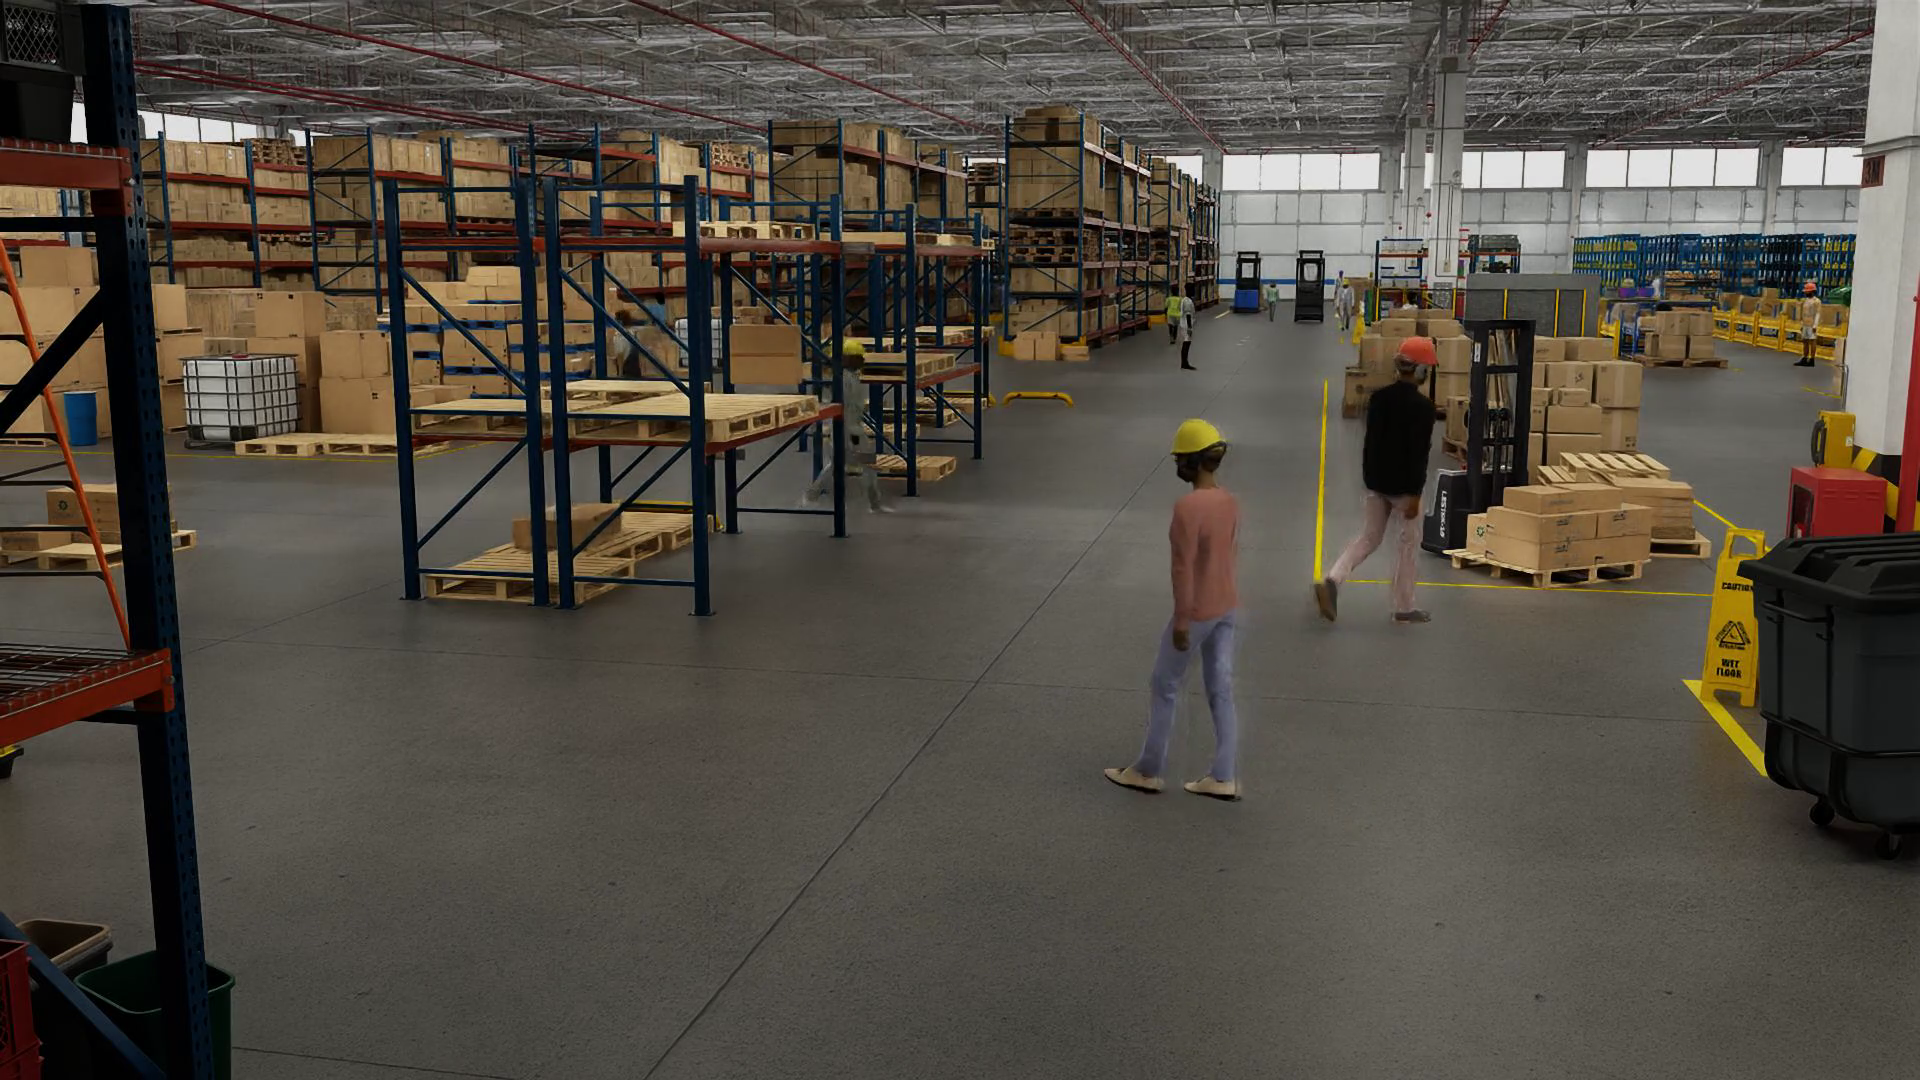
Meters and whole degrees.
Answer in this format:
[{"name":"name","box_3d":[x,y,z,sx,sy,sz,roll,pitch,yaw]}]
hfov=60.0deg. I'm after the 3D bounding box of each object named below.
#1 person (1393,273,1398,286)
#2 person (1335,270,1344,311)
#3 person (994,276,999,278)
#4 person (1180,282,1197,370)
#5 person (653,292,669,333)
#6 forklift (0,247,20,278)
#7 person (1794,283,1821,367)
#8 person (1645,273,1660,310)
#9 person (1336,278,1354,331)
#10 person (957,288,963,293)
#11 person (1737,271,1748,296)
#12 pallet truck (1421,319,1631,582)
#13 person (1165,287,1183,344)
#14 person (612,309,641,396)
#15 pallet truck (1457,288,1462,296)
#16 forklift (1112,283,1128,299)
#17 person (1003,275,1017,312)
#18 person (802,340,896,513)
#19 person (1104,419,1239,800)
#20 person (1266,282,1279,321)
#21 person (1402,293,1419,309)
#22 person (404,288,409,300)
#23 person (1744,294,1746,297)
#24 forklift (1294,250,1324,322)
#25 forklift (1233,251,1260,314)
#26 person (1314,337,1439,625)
[{"name":"person","box_3d":[23.046,-13.265,88.117,0.487,1.744,0.295,-4,10,-22]},{"name":"person","box_3d":[18.303,-12.008,80.067,0.609,1.946,0.405,-5,11,-26]},{"name":"person","box_3d":[1.931,-12.704,84.260,0.545,1.926,0.577,3,10,15]},{"name":"person","box_3d":[5.104,-4.774,37.173,0.361,1.964,0.615,0,10,1]},{"name":"person","box_3d":[-7.574,-5.403,41.842,0.910,1.653,0.534,2,10,13]},{"name":"forklift","box_3d":[-26.957,-6.988,47.585,1.129,2.768,1.873,2,10,12]},{"name":"person","box_3d":[19.629,-4.974,38.458,0.376,1.934,0.546,-1,10,-5]},{"name":"person","box_3d":[30.417,-10.789,73.103,0.958,1.863,0.671,7,12,35]},{"name":"person","box_3d":[13.359,-8.168,57.711,0.627,1.819,0.426,2,10,11]},{"name":"person","box_3d":[-0.236,-9.285,64.194,0.951,1.860,0.660,8,13,41]},{"name":"person","box_3d":[36.866,-11.731,78.386,0.613,1.975,0.701,1,10,4]},{"name":"pallet truck","box_3d":[4.543,-0.757,13.299,0.823,1.965,1.885,-4,10,-22]},{"name":"person","box_3d":[6.255,-6.558,48.649,0.531,1.670,0.783,1,10,8]},{"name":"person","box_3d":[-4.582,-2.278,22.938,1.010,1.792,0.525,5,11,30]},{"name":"pallet truck","box_3d":[20.506,-9.785,68.819,0.653,1.274,1.630,2,10,12]},{"name":"forklift","box_3d":[9.641,-14.856,94.178,1.873,2.768,1.129,2,10,12]},{"name":"person","box_3d":[1.794,-8.388,58.710,0.649,1.919,0.448,-8,13,-41]},{"name":"person","box_3d":[-1.105,-1.089,16.136,0.891,1.707,0.489,1,10,5]},{"name":"person","box_3d":[1.009,0.316,7.655,0.667,1.743,0.552,7,12,38]},{"name":"person","box_3d":[12.470,-9.524,66.411,0.495,1.592,0.873,4,10,23]},{"name":"person","box_3d":[11.213,-5.339,41.453,0.543,1.654,0.864,-6,12,-34]},{"name":"person","box_3d":[-11.162,-4.200,33.923,0.725,1.911,0.587,1,10,6]},{"name":"person","box_3d":[37.588,-11.921,79.881,0.563,1.837,0.389,-3,10,-17]},{"name":"forklift","box_3d":[13.778,-10.002,65.433,1.129,2.768,1.873,2,10,12]},{"name":"forklift","box_3d":[12.970,-11.627,75.059,1.129,2.768,1.873,2,10,12]},{"name":"person","box_3d":[2.829,-0.373,11.145,0.807,1.965,0.643,-5,11,-29]}]
